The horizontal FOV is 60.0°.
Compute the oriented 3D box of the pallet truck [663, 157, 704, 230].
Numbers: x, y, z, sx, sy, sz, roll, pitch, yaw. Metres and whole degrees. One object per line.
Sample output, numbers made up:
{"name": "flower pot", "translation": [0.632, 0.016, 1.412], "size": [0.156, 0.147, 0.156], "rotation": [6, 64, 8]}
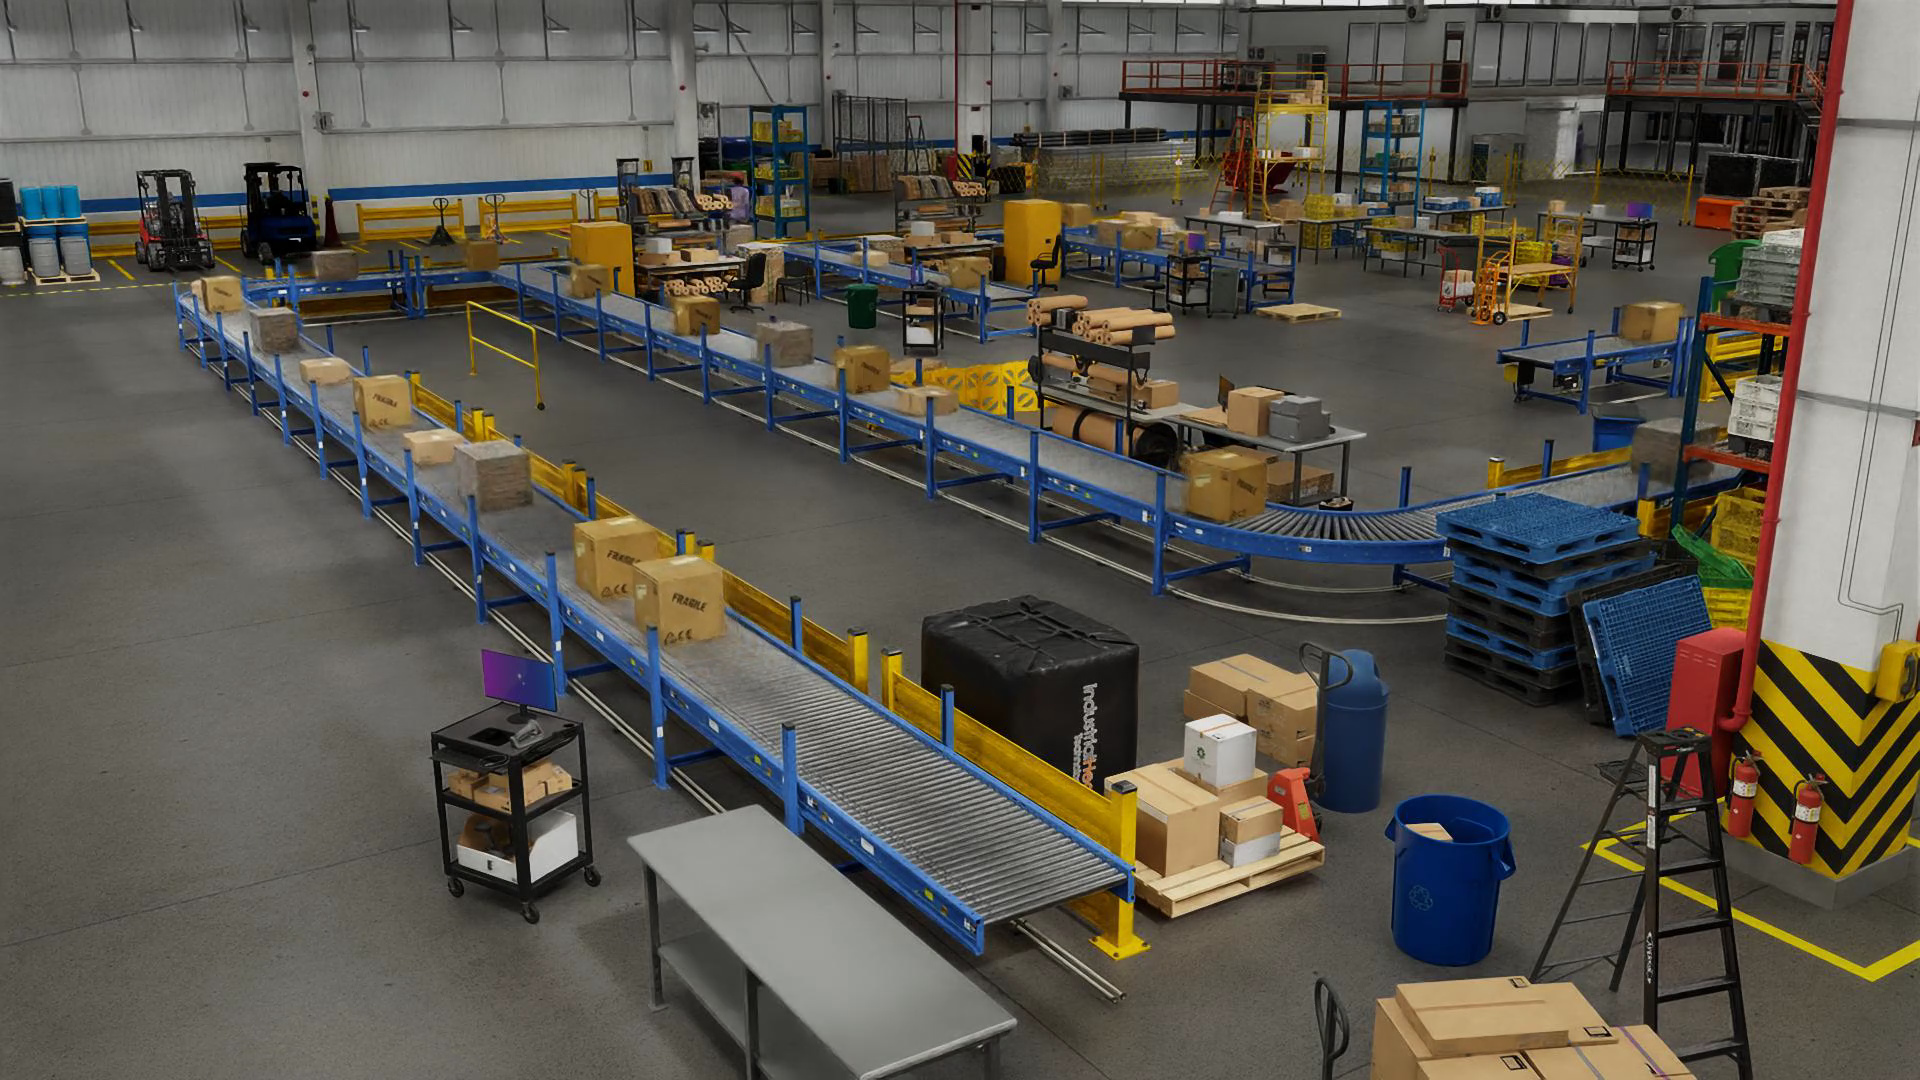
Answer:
{"name": "pallet truck", "translation": [-7.586, -9.308, 44.692], "size": [0.823, 1.965, 1.885], "rotation": [-11, 20, -33]}

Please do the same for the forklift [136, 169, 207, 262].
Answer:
{"name": "forklift", "translation": [-17.842, -7.318, 37.559], "size": [1.157, 1.987, 2.680], "rotation": [-10, 20, -31]}

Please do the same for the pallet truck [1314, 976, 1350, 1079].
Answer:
{"name": "pallet truck", "translation": [2.299, 2.390, 7.086], "size": [1.601, 1.201, 0.680], "rotation": [-2, 17, -7]}

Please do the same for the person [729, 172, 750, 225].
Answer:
{"name": "person", "translation": [-5.157, -7.638, 39.147], "size": [0.639, 1.984, 1.050], "rotation": [7, 18, 21]}

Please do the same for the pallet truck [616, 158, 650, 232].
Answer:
{"name": "pallet truck", "translation": [-8.918, -9.176, 44.255], "size": [0.823, 1.965, 1.885], "rotation": [-9, 19, -27]}

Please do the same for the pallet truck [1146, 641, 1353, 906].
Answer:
{"name": "pallet truck", "translation": [1.664, 1.407, 10.232], "size": [1.630, 1.274, 0.653], "rotation": [-10, 20, -31]}

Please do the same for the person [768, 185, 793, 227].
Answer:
{"name": "person", "translation": [-4.963, -9.608, 45.949], "size": [0.672, 1.853, 1.015], "rotation": [0, 17, 0]}

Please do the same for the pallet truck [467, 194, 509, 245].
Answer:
{"name": "pallet truck", "translation": [-11.983, -8.177, 42.137], "size": [0.704, 1.261, 1.522], "rotation": [-11, 20, -33]}

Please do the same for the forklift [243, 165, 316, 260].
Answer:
{"name": "forklift", "translation": [-15.898, -7.669, 38.708], "size": [1.157, 1.987, 2.680], "rotation": [-11, 20, -33]}

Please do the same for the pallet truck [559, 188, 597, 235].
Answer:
{"name": "pallet truck", "translation": [-10.010, -8.652, 43.699], "size": [0.653, 1.274, 1.630], "rotation": [-10, 20, -31]}

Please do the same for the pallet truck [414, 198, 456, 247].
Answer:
{"name": "pallet truck", "translation": [-13.250, -8.060, 41.856], "size": [0.680, 1.201, 1.601], "rotation": [-10, 20, -31]}
